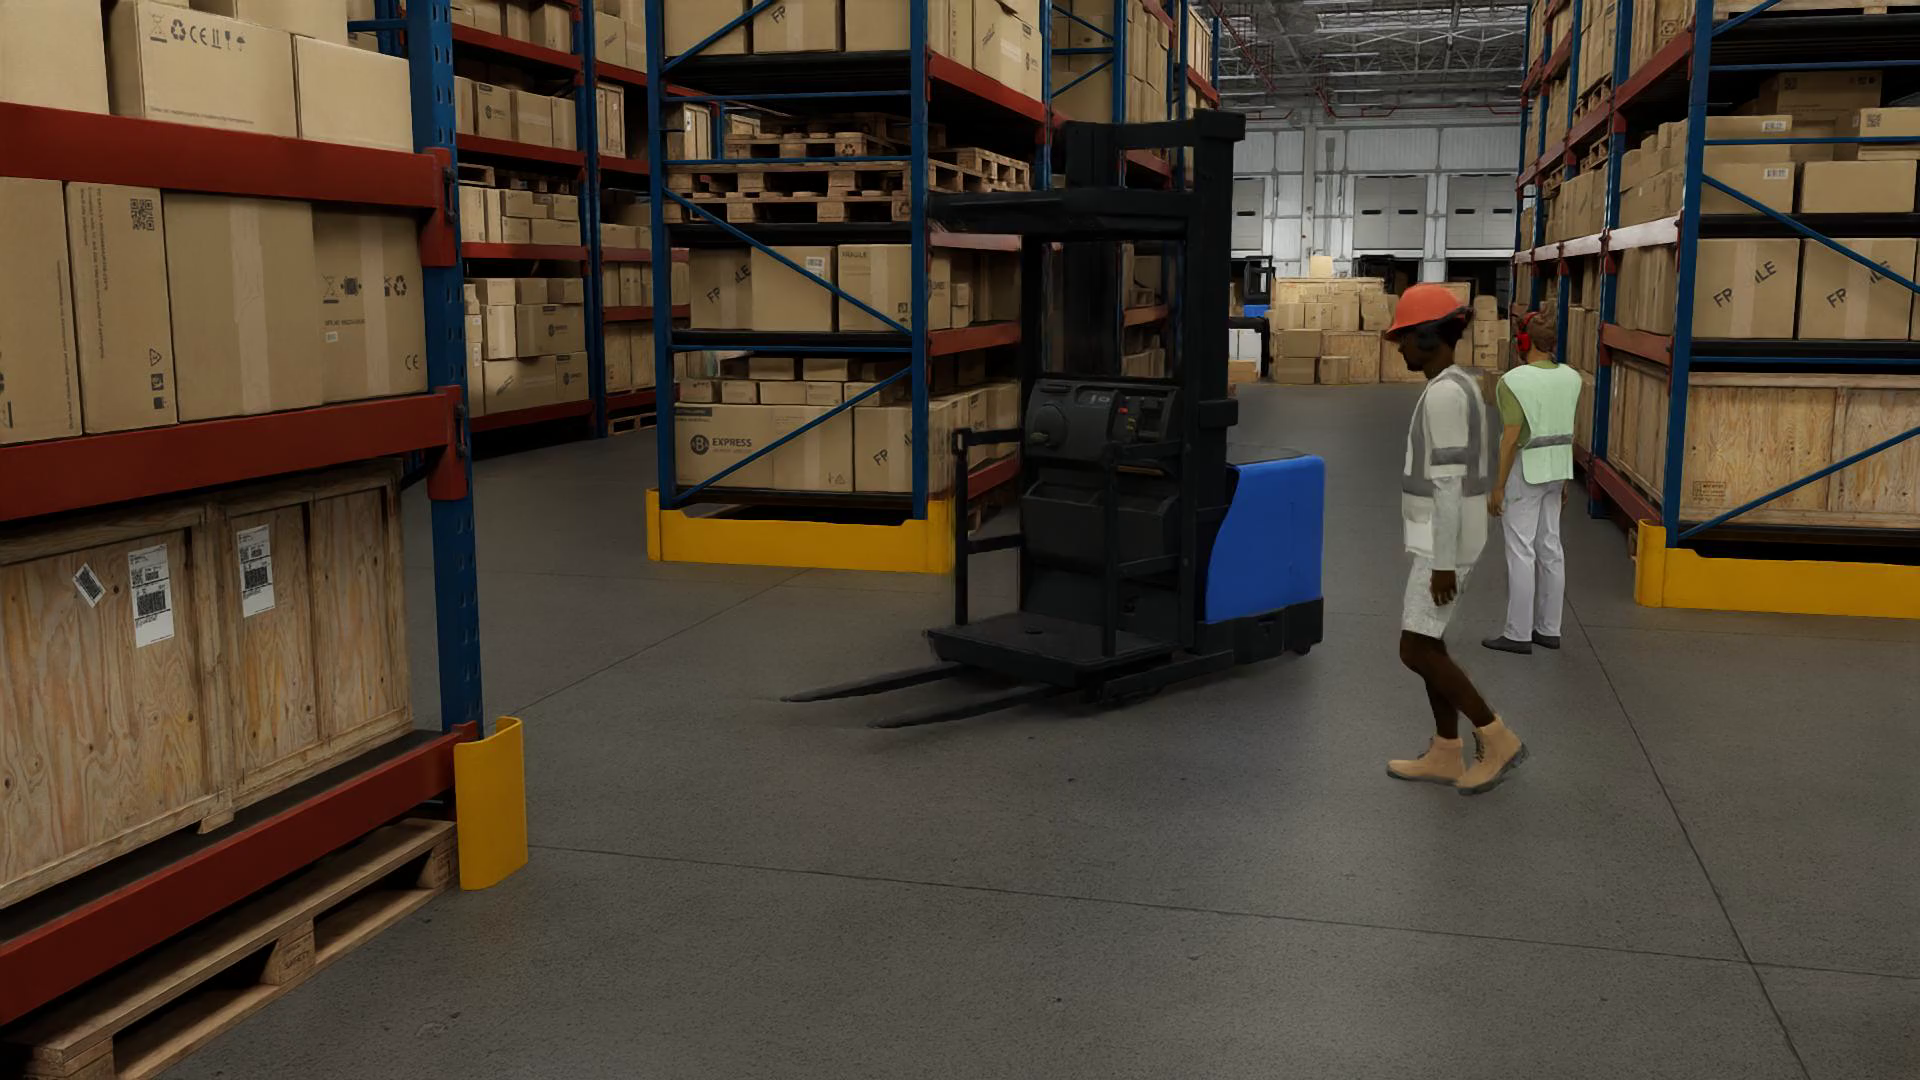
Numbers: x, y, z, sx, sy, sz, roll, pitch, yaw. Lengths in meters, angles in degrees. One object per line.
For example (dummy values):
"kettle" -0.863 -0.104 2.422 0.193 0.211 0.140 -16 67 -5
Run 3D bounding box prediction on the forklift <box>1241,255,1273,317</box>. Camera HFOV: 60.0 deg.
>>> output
"forklift" 10.551 -8.662 58.805 1.129 2.768 1.873 2 9 15

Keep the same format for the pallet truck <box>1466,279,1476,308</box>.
"pallet truck" 18.896 -8.459 60.307 1.885 1.965 0.823 5 10 31

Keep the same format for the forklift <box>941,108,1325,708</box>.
"forklift" 0.960 -0.744 8.500 1.873 2.768 1.129 -8 12 -43

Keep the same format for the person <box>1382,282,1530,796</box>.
"person" 1.906 0.013 6.456 0.594 2.008 0.645 3 9 17

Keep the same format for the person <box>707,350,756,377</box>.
"person" -2.140 -1.269 15.799 0.534 1.623 0.370 2 9 13

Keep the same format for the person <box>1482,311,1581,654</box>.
"person" 3.101 -0.303 8.971 0.570 1.843 0.372 -5 10 -30

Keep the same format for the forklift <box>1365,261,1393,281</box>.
"forklift" 14.133 -8.250 56.187 1.129 2.768 1.873 3 9 19
